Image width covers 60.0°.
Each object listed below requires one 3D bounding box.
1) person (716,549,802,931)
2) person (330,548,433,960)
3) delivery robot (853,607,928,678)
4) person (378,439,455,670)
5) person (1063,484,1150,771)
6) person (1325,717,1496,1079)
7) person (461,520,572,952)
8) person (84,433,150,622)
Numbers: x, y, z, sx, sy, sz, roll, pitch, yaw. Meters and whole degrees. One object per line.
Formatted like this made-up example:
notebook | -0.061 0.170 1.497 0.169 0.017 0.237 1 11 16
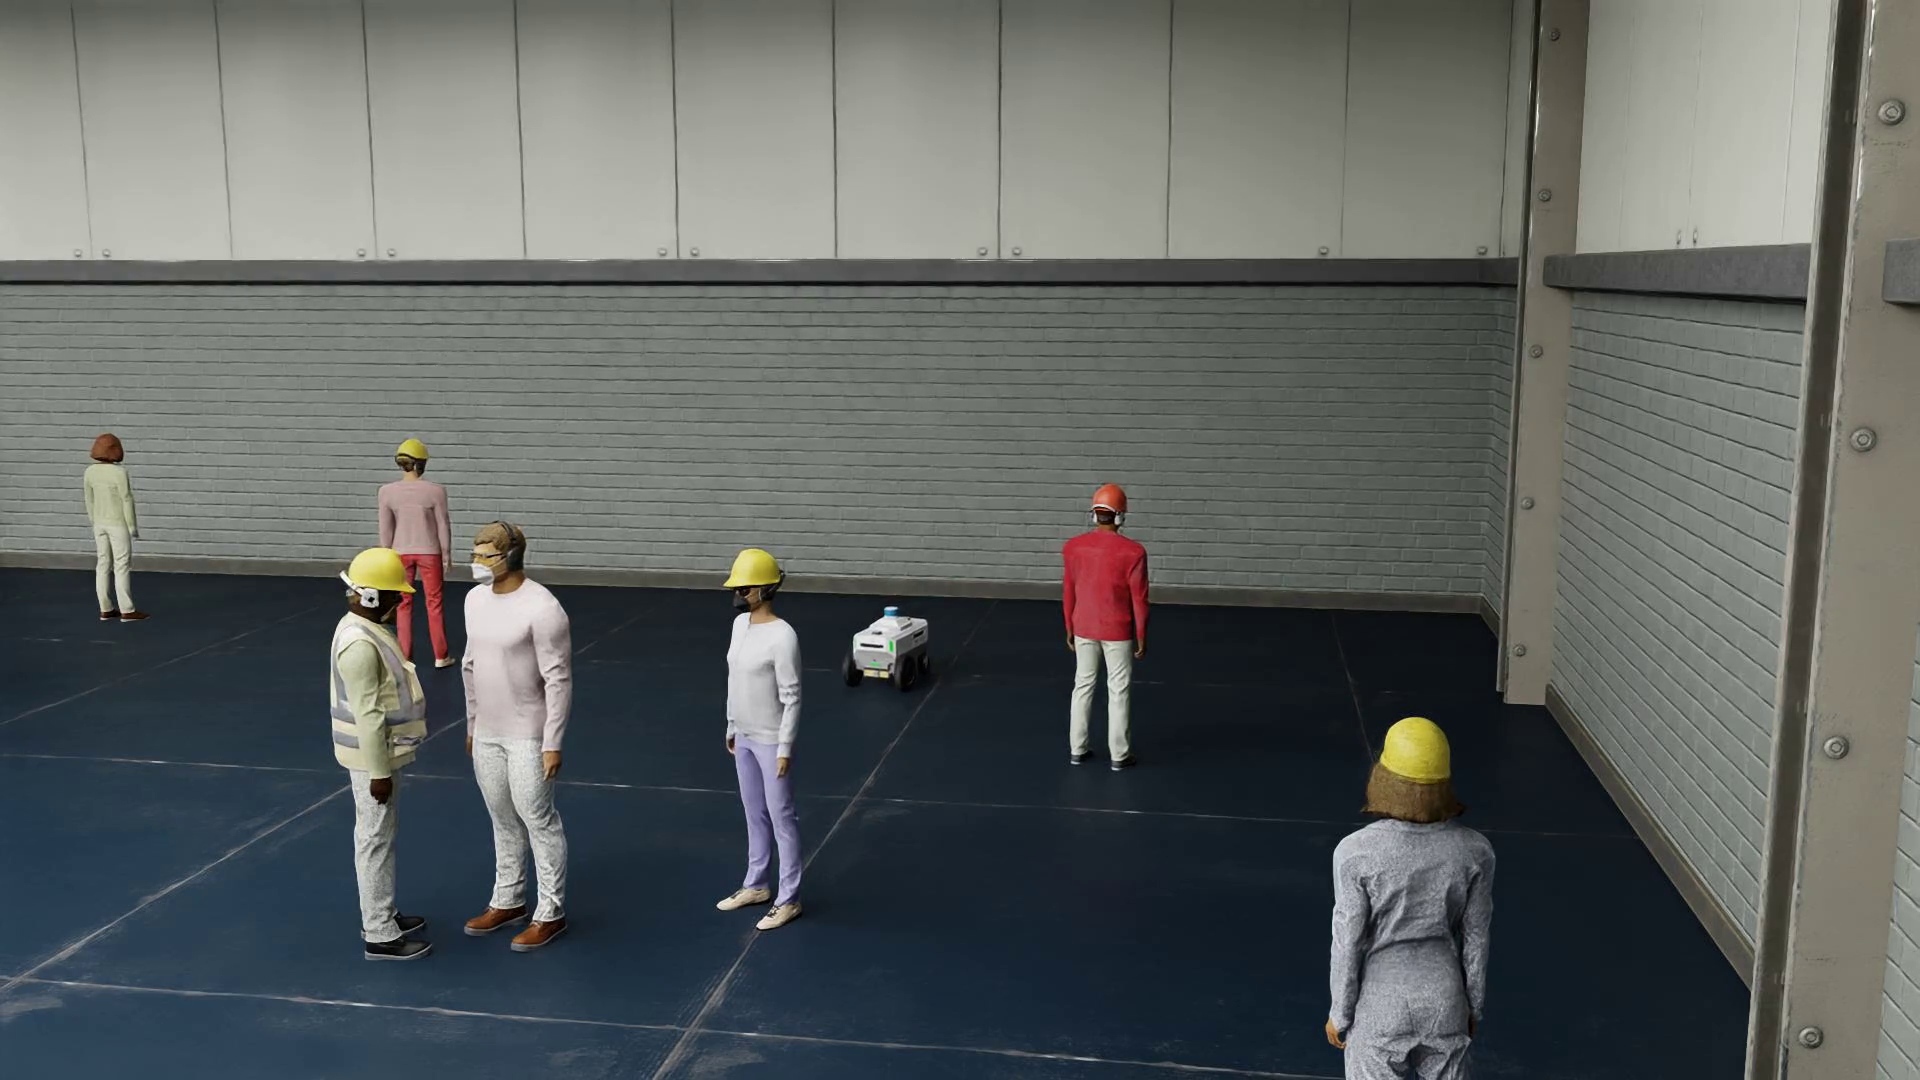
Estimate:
person | -0.927 0.913 7.706 0.315 1.769 0.523 -7 12 -38
person | -2.566 0.939 7.375 0.403 1.825 0.586 -3 10 -19
delivery robot | -0.505 0.736 12.239 0.477 0.478 0.707 4 10 21
person | -4.122 0.118 12.630 0.523 1.763 0.329 -1 9 -5
person | 0.901 0.526 10.167 0.567 1.743 0.352 5 10 29
person | 1.315 1.376 4.927 0.487 1.744 0.297 -1 9 -7
person | -2.000 0.867 7.463 0.635 1.937 0.354 7 11 35
person | -7.331 -0.107 14.408 0.498 1.634 0.278 4 10 21
